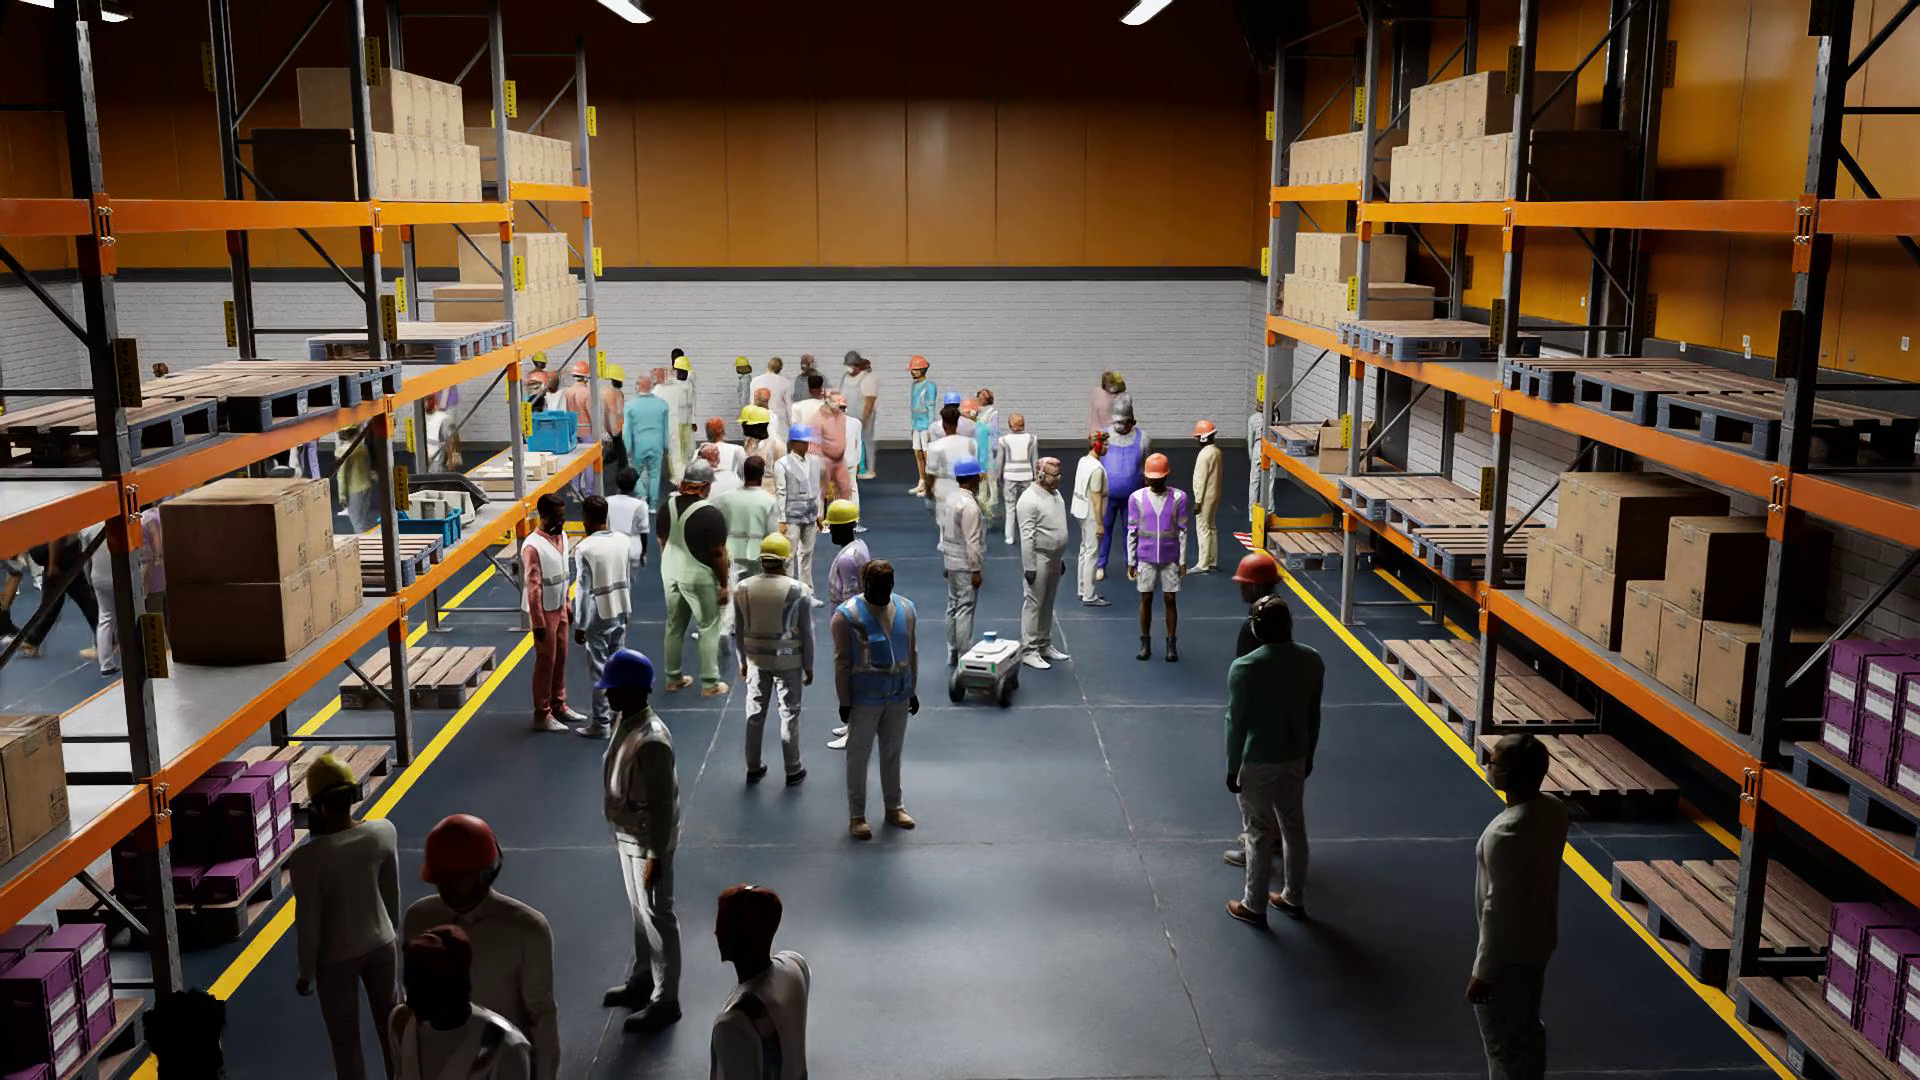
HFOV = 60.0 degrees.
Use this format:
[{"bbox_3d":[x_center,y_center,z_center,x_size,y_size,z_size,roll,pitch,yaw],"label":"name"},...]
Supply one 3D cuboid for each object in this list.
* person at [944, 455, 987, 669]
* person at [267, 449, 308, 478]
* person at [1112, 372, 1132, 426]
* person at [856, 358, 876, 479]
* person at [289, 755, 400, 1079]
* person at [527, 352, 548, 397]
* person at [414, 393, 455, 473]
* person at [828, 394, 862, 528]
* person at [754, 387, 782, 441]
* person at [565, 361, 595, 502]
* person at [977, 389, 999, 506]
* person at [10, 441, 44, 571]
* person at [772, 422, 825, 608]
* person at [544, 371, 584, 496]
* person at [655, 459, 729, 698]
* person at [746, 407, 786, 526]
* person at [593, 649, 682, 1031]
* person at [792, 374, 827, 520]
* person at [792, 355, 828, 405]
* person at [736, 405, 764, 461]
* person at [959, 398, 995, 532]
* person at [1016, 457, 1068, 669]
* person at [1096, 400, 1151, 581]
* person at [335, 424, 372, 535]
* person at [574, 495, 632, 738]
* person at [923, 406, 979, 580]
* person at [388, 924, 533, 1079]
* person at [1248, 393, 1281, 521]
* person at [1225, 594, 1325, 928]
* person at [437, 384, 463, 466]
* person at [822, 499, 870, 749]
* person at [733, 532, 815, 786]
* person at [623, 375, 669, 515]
[{"bbox_3d":[0.049,0.210,14.804,0.389,1.951,0.602,-4,12,-18],"label":"person"},{"bbox_3d":[-7.147,-0.230,17.686,0.531,1.666,0.716,-3,12,-14],"label":"person"},{"bbox_3d":[2.296,-1.598,24.436,0.491,1.729,0.324,10,15,42],"label":"person"},{"bbox_3d":[-1.498,-1.853,25.415,0.328,1.844,0.514,-4,12,-18],"label":"person"},{"bbox_3d":[-2.691,1.801,7.315,0.337,1.759,0.525,8,14,35],"label":"person"},{"bbox_3d":[-6.962,-2.247,27.618,0.339,1.761,0.525,6,13,26],"label":"person"},{"bbox_3d":[-6.786,-1.034,21.504,0.567,1.805,0.958,9,15,39],"label":"person"},{"bbox_3d":[-1.527,-1.011,21.428,0.563,1.748,0.339,-8,14,-35],"label":"person"},{"bbox_3d":[-2.383,-1.001,21.114,0.412,1.865,0.656,-5,12,-24],"label":"person"},{"bbox_3d":[-5.250,-1.496,23.245,0.613,1.997,0.374,9,14,38],"label":"person"},{"bbox_3d":[0.370,-1.288,23.129,0.314,1.633,0.520,-7,13,-33],"label":"person"},{"bbox_3d":[-10.644,-0.456,18.879,0.858,1.662,0.536,7,13,30],"label":"person"},{"bbox_3d":[-1.647,-0.238,17.052,0.380,1.950,0.605,10,15,40],"label":"person"},{"bbox_3d":[-5.746,-1.490,23.626,0.574,1.831,0.952,7,13,30],"label":"person"},{"bbox_3d":[-2.230,0.303,14.111,0.691,2.000,0.540,7,13,32],"label":"person"},{"bbox_3d":[-2.192,-0.532,18.583,0.593,1.925,0.384,9,15,39],"label":"person"},{"bbox_3d":[-1.608,1.492,8.383,0.402,1.949,0.605,-5,12,-25],"label":"person"},{"bbox_3d":[-1.904,-1.193,21.836,0.609,1.961,0.376,2,11,8],"label":"person"},{"bbox_3d":[-2.389,-1.894,25.532,0.659,1.890,0.647,-10,15,-40],"label":"person"},{"bbox_3d":[-2.308,-0.563,18.743,0.382,1.924,0.594,-5,12,-25],"label":"person"},{"bbox_3d":[0.158,-0.934,21.089,0.469,1.735,0.586,-7,13,-31],"label":"person"},{"bbox_3d":[0.773,0.193,15.013,0.407,1.906,0.638,7,13,30],"label":"person"},{"bbox_3d":[1.777,-0.553,18.403,0.672,2.000,0.536,1,11,3],"label":"person"},{"bbox_3d":[-6.994,-0.549,19.138,0.530,1.740,0.521,3,12,13],"label":"person"},{"bbox_3d":[-2.776,0.595,12.999,0.410,1.908,0.598,6,13,27],"label":"person"},{"bbox_3d":[-0.118,-0.520,18.452,0.633,1.951,0.506,-5,12,-23],"label":"person"},{"bbox_3d":[-1.603,2.124,5.404,0.577,1.875,0.362,7,13,30],"label":"person"},{"bbox_3d":[4.016,-1.097,21.885,0.486,1.744,0.294,9,15,39],"label":"person"},{"bbox_3d":[1.798,1.266,9.577,0.631,1.933,0.377,-5,12,-24],"label":"person"},{"bbox_3d":[-8.262,-2.212,26.745,0.420,2.037,0.612,-3,12,-15],"label":"person"},{"bbox_3d":[-0.864,0.639,12.717,0.372,1.923,0.595,1,11,4],"label":"person"},{"bbox_3d":[-1.318,0.853,11.916,0.594,1.823,0.406,3,12,13],"label":"person"},{"bbox_3d":[-4.216,-1.268,22.357,0.657,1.891,0.413,-5,12,-24],"label":"person"}]
